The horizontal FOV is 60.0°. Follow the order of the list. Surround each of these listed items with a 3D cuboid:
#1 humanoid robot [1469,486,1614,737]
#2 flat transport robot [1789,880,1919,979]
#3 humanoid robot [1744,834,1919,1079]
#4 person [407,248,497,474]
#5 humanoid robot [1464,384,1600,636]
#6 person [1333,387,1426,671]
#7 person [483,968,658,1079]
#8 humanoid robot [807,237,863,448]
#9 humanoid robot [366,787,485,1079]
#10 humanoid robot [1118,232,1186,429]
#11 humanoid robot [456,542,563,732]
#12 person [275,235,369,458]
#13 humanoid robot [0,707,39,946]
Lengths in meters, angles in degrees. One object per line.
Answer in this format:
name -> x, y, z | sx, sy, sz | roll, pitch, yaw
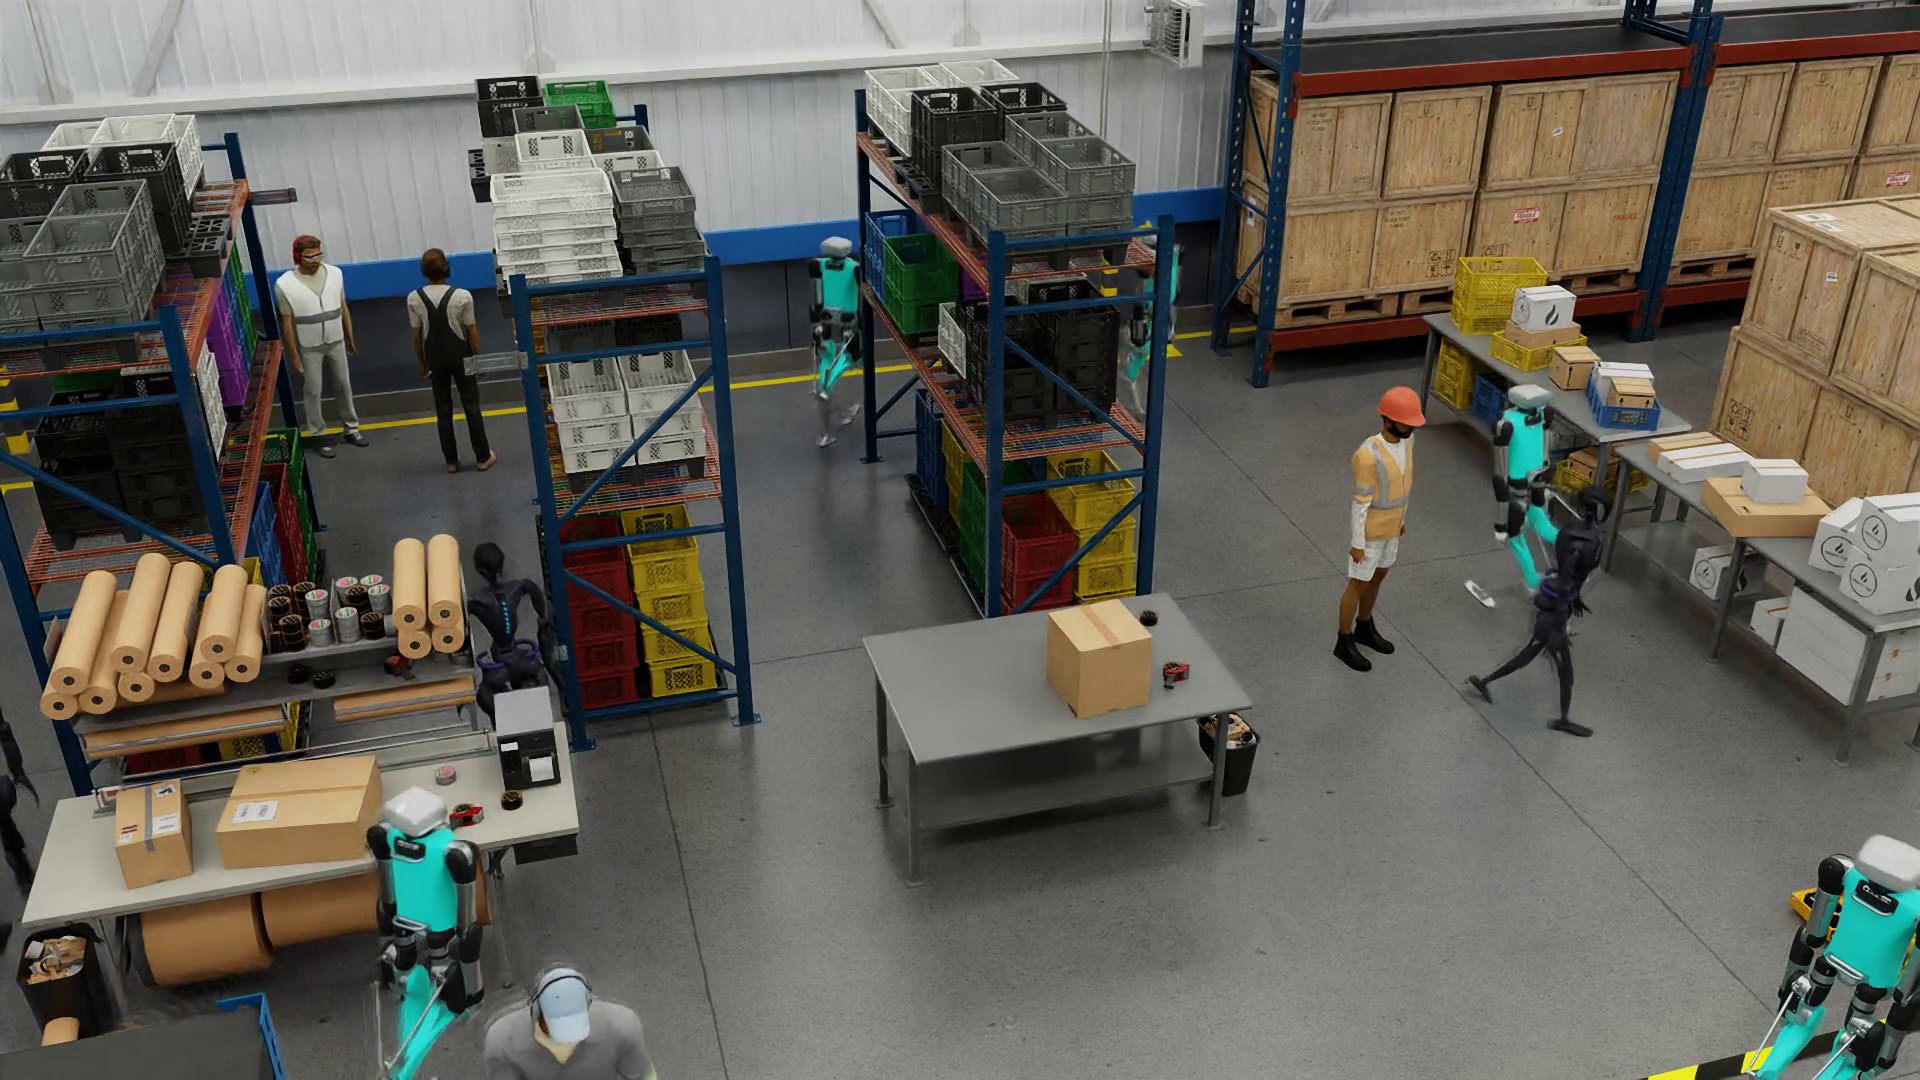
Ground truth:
humanoid robot -> 3.566, 0.394, 10.061 | 0.797, 1.642, 0.601 | 15, 32, 25
flat transport robot -> 5.163, 1.916, 8.676 | 1.431, 0.231, 0.659 | -8, 30, -14
humanoid robot -> 3.498, 2.014, 6.829 | 0.735, 1.681, 0.533 | -16, 33, -27
person -> -4.004, -1.393, 13.059 | 0.504, 1.846, 0.348 | -2, 29, -4
humanoid robot -> 3.828, -0.100, 10.823 | 0.530, 1.713, 1.060 | -19, 34, -31
person -> 2.688, -0.082, 10.581 | 0.368, 1.933, 0.551 | 26, 38, 38
person -> -1.480, 2.261, 6.490 | 0.612, 1.776, 0.882 | -1, 29, -3
humanoid robot -> -1.055, -1.528, 13.446 | 0.547, 1.736, 1.041 | 12, 31, 21
humanoid robot -> -2.353, 1.968, 7.064 | 0.556, 1.767, 0.854 | 12, 31, 21
humanoid robot -> 1.474, -1.759, 13.896 | 0.544, 1.854, 0.746 | -25, 38, -38
humanoid robot -> -2.506, 0.779, 9.322 | 0.612, 1.640, 0.719 | -20, 34, -31
person -> -5.155, -1.579, 13.409 | 0.384, 1.836, 0.565 | 25, 37, 37
humanoid robot -> -5.062, 1.254, 8.458 | 0.602, 1.628, 0.761 | -14, 32, -23
